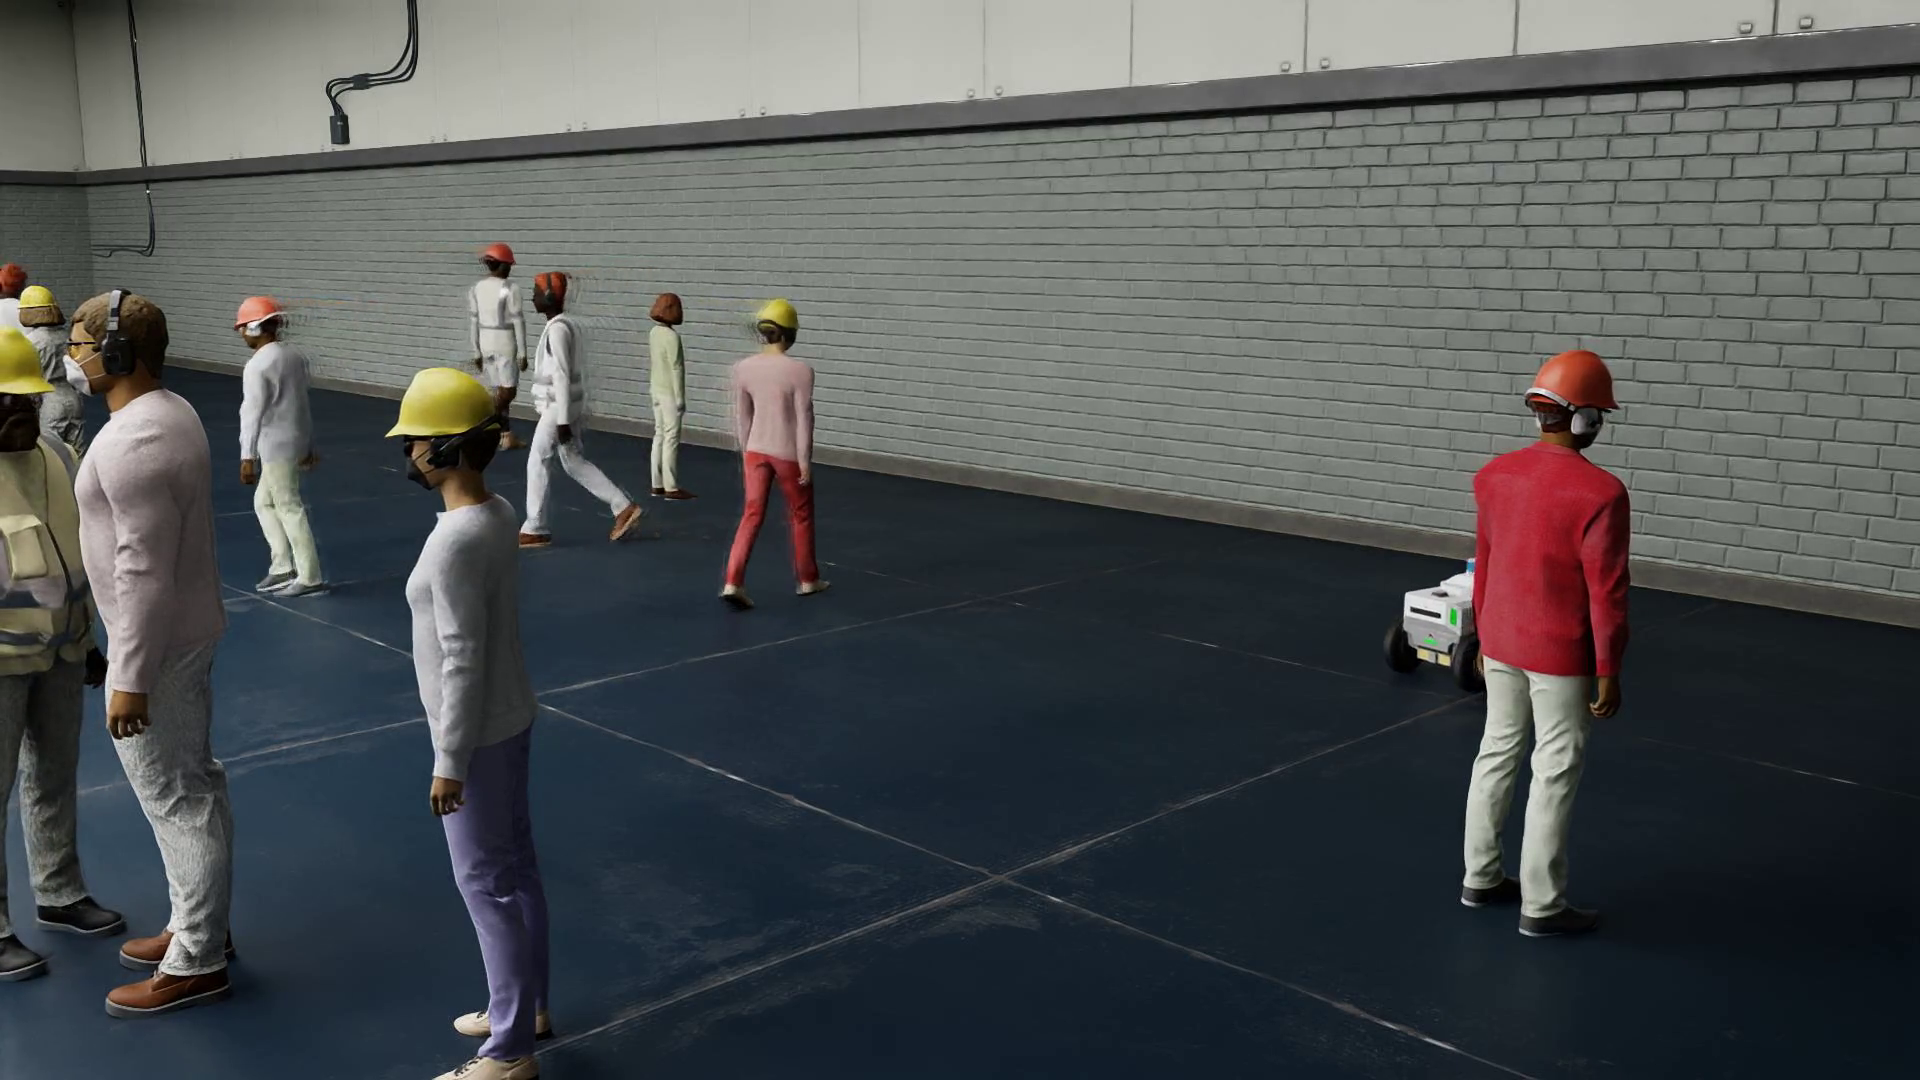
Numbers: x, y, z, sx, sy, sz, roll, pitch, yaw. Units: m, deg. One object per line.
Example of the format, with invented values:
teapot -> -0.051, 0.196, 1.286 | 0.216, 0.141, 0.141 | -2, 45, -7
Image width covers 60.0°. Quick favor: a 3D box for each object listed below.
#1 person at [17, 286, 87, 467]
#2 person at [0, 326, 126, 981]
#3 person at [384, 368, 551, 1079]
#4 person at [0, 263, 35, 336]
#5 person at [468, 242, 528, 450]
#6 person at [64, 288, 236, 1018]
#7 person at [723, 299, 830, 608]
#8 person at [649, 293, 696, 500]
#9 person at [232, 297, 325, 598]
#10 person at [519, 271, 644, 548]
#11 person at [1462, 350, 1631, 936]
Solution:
person -> -6.257, -0.874, 11.452 | 0.320, 1.737, 0.483 | 3, 11, 16
person -> -2.678, 0.310, 4.730 | 0.404, 1.827, 0.600 | 3, 11, 16
person -> -1.197, 0.467, 4.048 | 0.318, 1.767, 0.534 | -1, 10, -3
person -> -7.208, -1.152, 12.645 | 0.523, 1.860, 0.663 | 10, 14, 44
person -> -4.430, -1.815, 15.831 | 0.626, 2.019, 0.784 | 5, 12, 28
person -> -2.171, 0.302, 4.476 | 0.372, 1.940, 0.632 | -3, 11, -18
person -> -1.059, -0.487, 9.357 | 0.533, 1.728, 0.880 | 5, 12, 26
person -> -2.292, -1.127, 13.130 | 0.282, 1.627, 0.512 | -7, 12, -32
person -> -3.948, -0.523, 9.565 | 0.568, 1.712, 0.662 | 0, 10, 0
person -> -2.608, -0.866, 11.098 | 0.905, 1.854, 0.585 | -1, 10, -7
person -> 1.775, 0.306, 4.988 | 0.351, 1.744, 0.568 | -5, 12, -25
